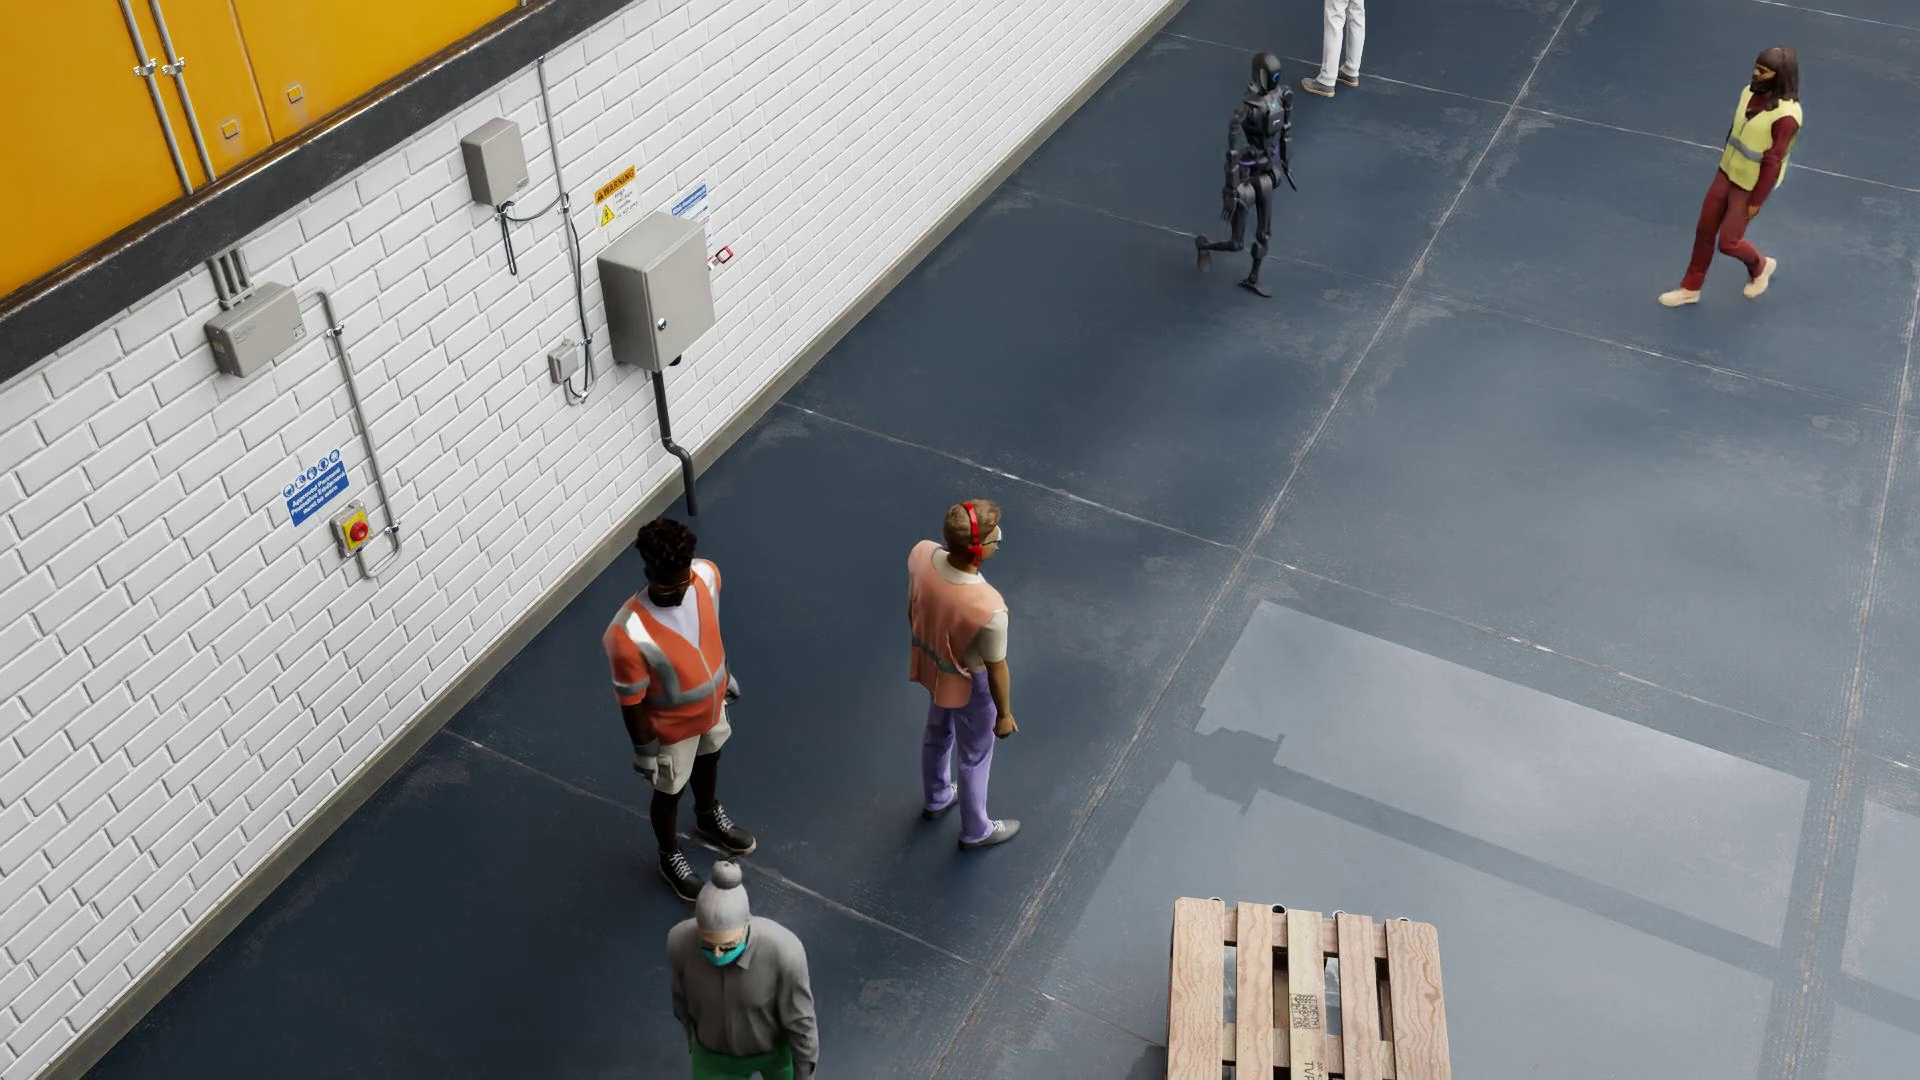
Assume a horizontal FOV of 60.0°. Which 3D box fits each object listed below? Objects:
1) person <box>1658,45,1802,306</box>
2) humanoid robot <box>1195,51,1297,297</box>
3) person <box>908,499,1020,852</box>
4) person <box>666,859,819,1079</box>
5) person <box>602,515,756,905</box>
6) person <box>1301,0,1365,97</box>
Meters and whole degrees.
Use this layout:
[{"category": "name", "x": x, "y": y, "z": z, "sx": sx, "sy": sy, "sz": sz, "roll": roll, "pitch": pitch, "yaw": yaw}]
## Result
[{"category": "person", "x": 4.870, "y": -2.210, "z": 10.265, "sx": 0.600, "sy": 1.750, "sz": 0.479, "roll": -10, "pitch": 42, "yaw": -12}, {"category": "humanoid robot", "x": 1.817, "y": -2.321, "z": 10.461, "sx": 0.595, "sy": 1.645, "sz": 0.565, "roll": -28, "pitch": 48, "yaw": -29}, {"category": "person", "x": 0.001, "y": 0.589, "z": 6.949, "sx": 0.375, "sy": 1.841, "sz": 0.569, "roll": -28, "pitch": 48, "yaw": -28}, {"category": "person", "x": -0.732, "y": 1.774, "z": 5.607, "sx": 0.517, "sy": 1.801, "sz": 0.894, "roll": 2, "pitch": 41, "yaw": 2}, {"category": "person", "x": -1.119, "y": 0.679, "z": 6.753, "sx": 0.362, "sy": 1.962, "sz": 0.611, "roll": 23, "pitch": 46, "yaw": 24}, {"category": "person", "x": 2.938, "y": -4.307, "z": 12.606, "sx": 0.571, "sy": 1.877, "sz": 0.351, "roll": -28, "pitch": 48, "yaw": -28}]
